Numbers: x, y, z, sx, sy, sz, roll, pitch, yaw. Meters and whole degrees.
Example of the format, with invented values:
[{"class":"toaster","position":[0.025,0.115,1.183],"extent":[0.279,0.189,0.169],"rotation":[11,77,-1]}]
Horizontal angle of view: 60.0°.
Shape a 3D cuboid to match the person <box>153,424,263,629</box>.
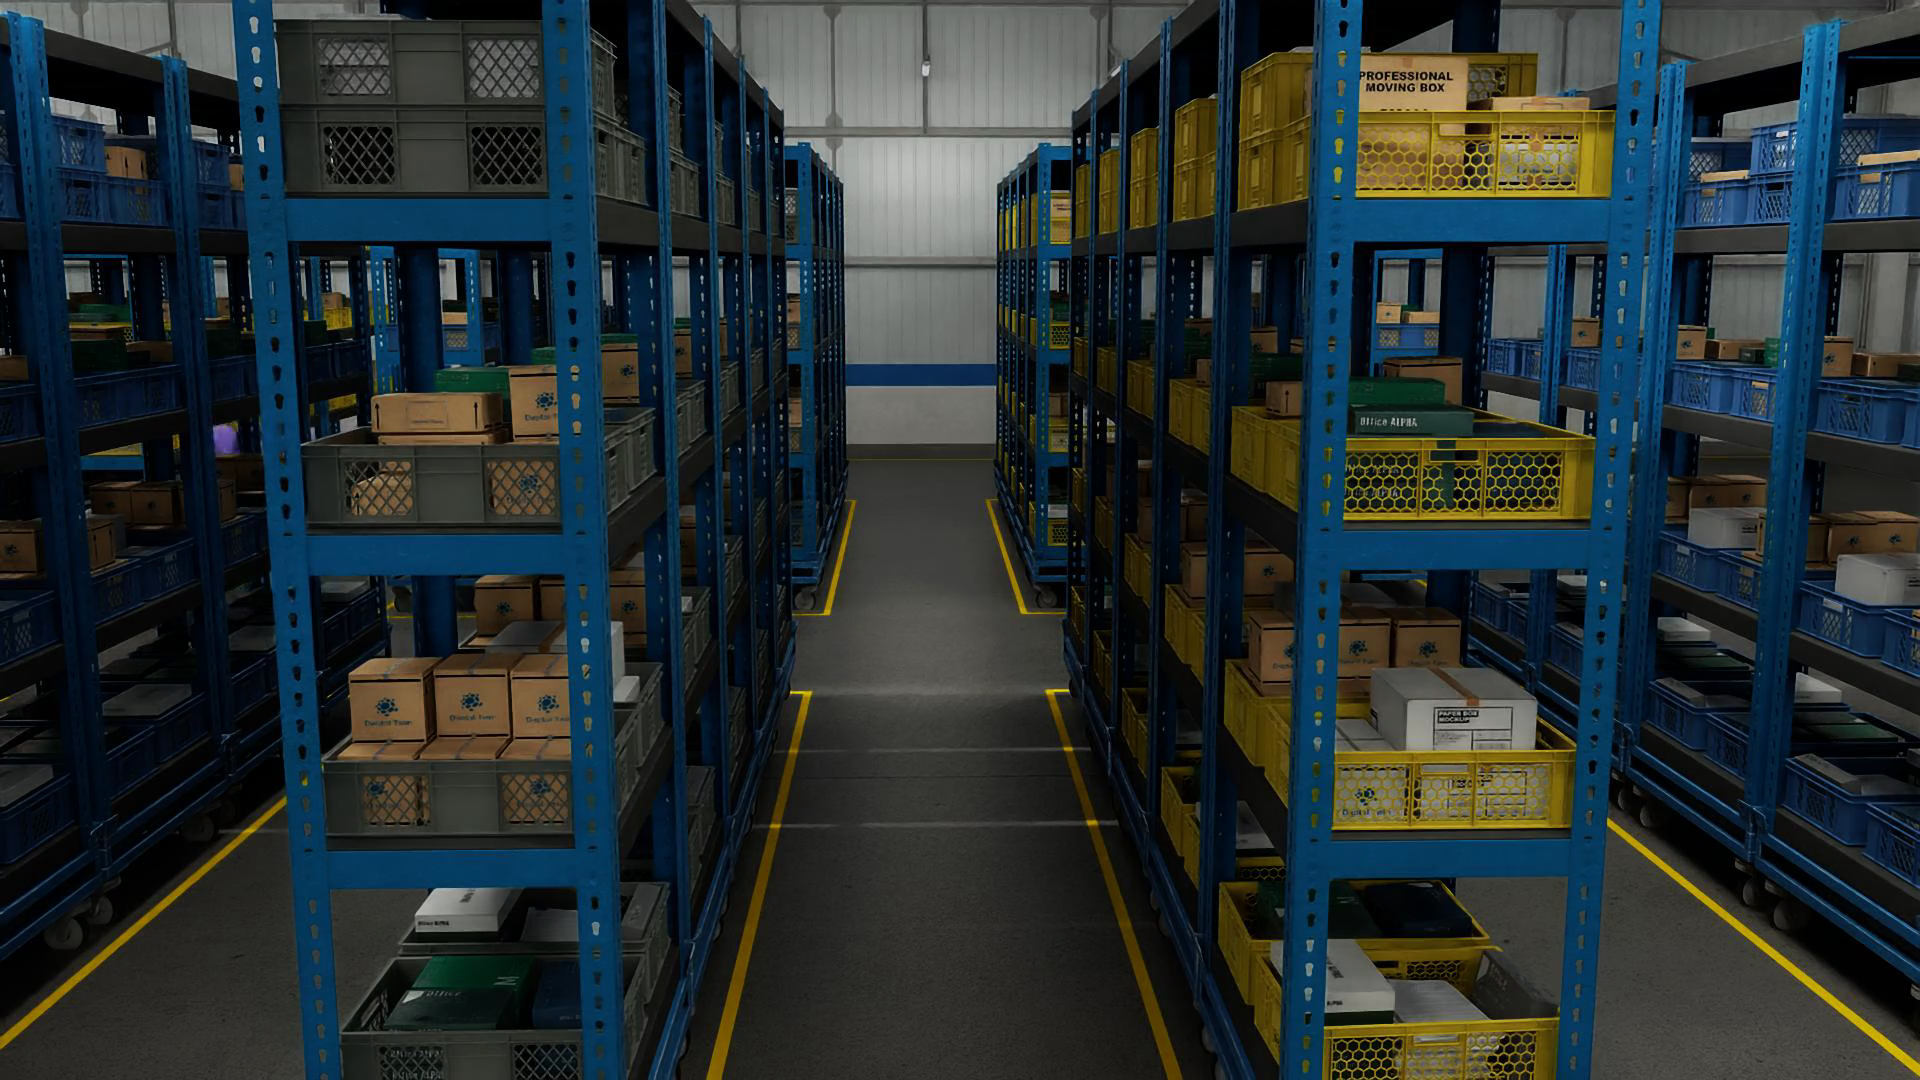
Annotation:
[{"class":"person","position":[-5.522,-0.201,12.146],"extent":[0.946,1.801,0.576],"rotation":[0,9,-1]}]
